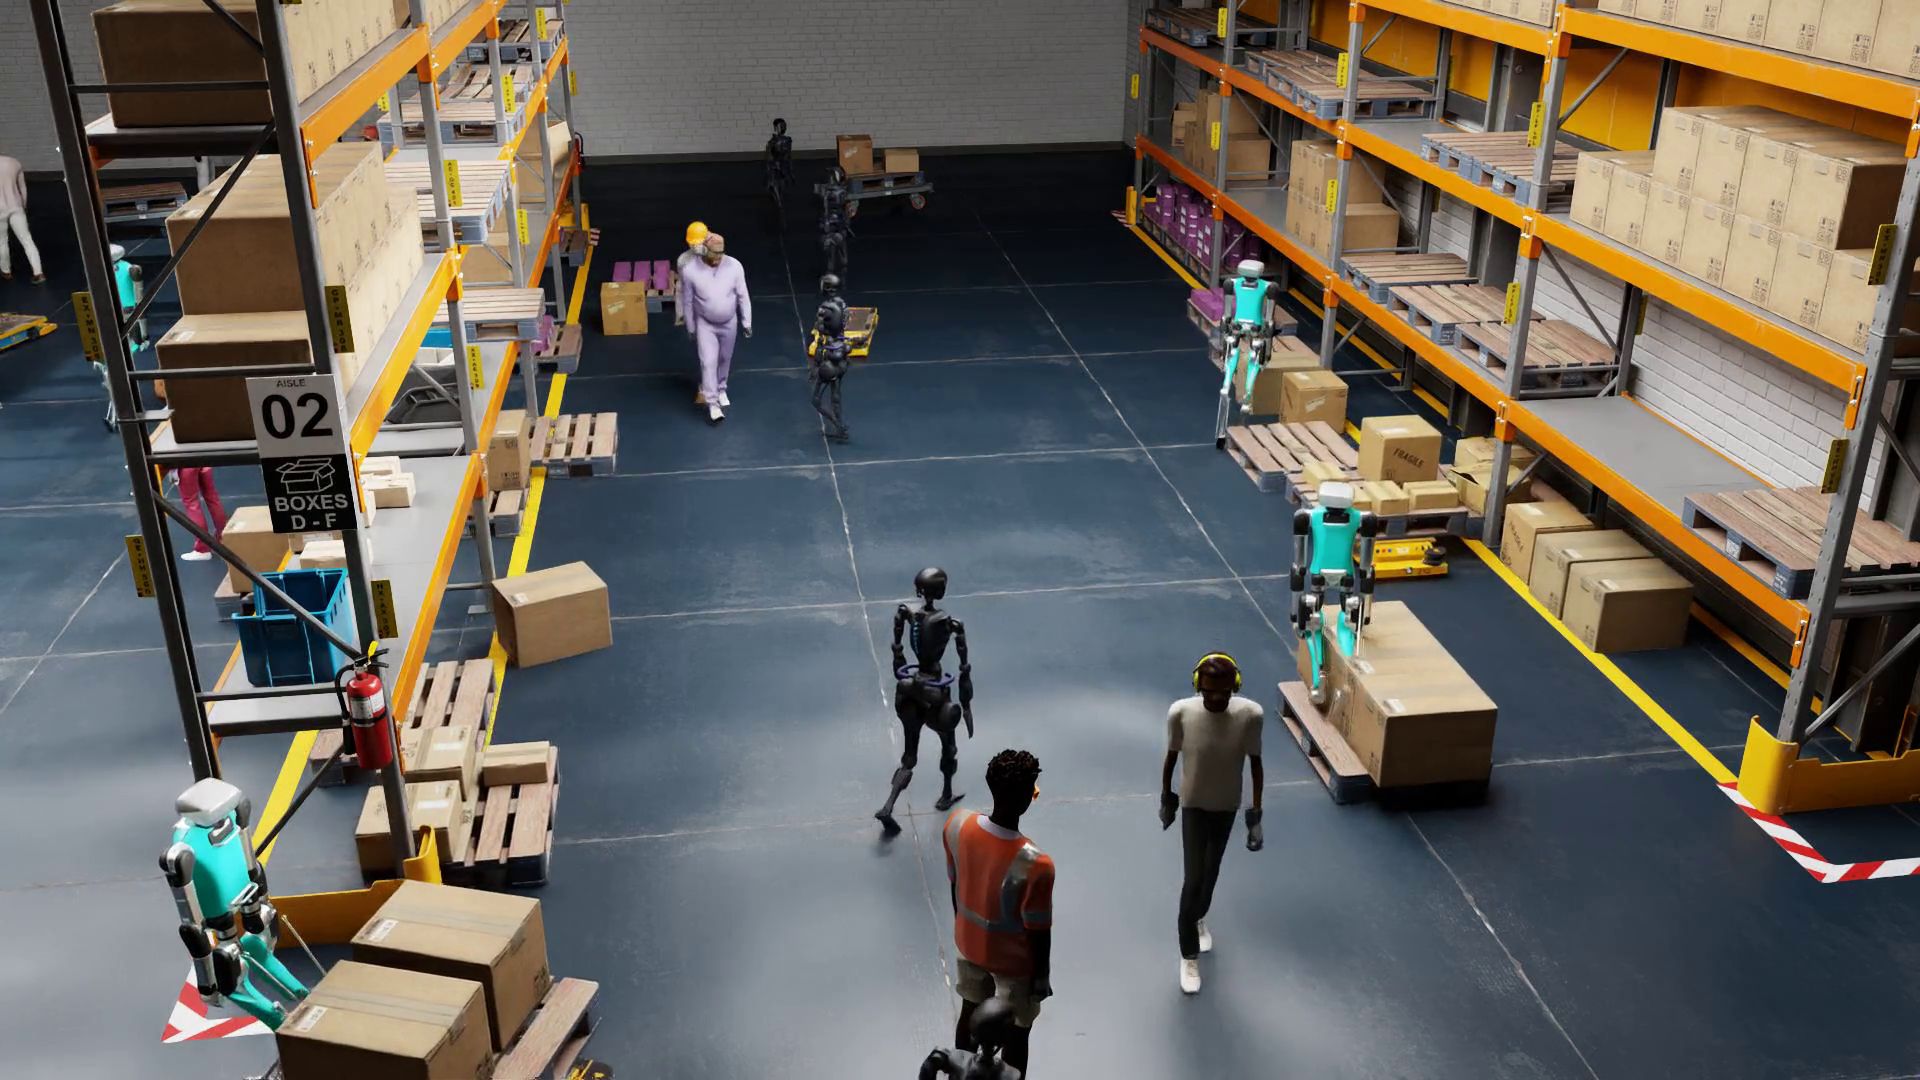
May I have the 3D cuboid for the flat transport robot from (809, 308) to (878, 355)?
[{"bbox_3d":[-1.329,-2.421,19.194,0.659,0.231,1.431,1,24,2],"label":"flat transport robot"}]

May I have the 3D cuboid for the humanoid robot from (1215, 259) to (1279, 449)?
[{"bbox_3d":[2.643,-1.698,15.776,0.530,1.781,1.012,9,25,19],"label":"humanoid robot"}]

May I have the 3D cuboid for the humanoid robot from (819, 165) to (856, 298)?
[{"bbox_3d":[-1.555,-3.846,20.693,0.360,1.646,0.586,11,26,24],"label":"humanoid robot"}]

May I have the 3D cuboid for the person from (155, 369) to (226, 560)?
[{"bbox_3d":[-6.211,-0.621,13.404,0.282,1.628,0.498,6,24,12],"label":"person"}]

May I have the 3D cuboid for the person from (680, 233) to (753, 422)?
[{"bbox_3d":[-2.402,-2.132,16.570,0.632,1.850,0.957,-10,26,-22],"label":"person"}]

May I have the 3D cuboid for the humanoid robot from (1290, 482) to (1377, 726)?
[{"bbox_3d":[2.362,0.530,10.618,0.550,1.729,0.956,4,24,8],"label":"humanoid robot"}]

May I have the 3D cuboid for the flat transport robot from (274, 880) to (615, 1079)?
[{"bbox_3d":[-2.361,2.619,7.711,1.431,0.231,0.659,5,24,12],"label":"flat transport robot"}]

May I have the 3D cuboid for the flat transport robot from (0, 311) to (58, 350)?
[{"bbox_3d":[-11.047,-2.297,18.911,0.659,0.231,1.431,4,24,10],"label":"flat transport robot"}]

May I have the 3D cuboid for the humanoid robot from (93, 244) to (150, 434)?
[{"bbox_3d":[-8.350,-1.936,16.293,0.557,1.787,0.920,3,24,7],"label":"humanoid robot"}]

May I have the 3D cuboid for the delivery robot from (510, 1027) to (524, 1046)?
[{"bbox_3d":[-2.454,2.351,7.958,0.790,0.589,0.499,-19,30,-37],"label":"delivery robot"}]

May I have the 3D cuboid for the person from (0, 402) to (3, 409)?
[{"bbox_3d":[-10.062,-2.241,16.693,0.487,1.952,0.417,-15,28,-31],"label":"person"}]

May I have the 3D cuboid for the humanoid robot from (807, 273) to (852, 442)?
[{"bbox_3d":[-1.214,-1.737,15.871,0.370,1.647,0.591,9,25,19],"label":"humanoid robot"}]

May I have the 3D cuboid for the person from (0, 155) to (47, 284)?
[{"bbox_3d":[-12.207,-4.224,21.300,1.027,1.893,0.632,21,31,39],"label":"person"}]

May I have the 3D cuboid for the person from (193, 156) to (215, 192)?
[{"bbox_3d":[-11.528,-5.953,25.303,0.430,1.830,0.633,-2,24,-4],"label":"person"}]

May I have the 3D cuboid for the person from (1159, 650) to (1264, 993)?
[{"bbox_3d":[1.296,1.424,8.496,0.490,1.836,0.802,-1,24,-3],"label":"person"}]

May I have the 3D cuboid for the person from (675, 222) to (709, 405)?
[{"bbox_3d":[-2.620,-2.405,17.196,0.600,1.855,0.845,6,24,14],"label":"person"}]

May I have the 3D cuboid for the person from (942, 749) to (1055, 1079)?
[{"bbox_3d":[0.192,1.809,7.464,0.597,1.959,0.371,20,31,38],"label":"person"}]

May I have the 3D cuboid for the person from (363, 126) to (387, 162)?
[{"bbox_3d":[-8.010,-4.786,22.778,0.561,1.717,0.547,10,26,21],"label":"person"}]

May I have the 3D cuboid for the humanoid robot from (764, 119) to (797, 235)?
[{"bbox_3d":[-2.553,-5.202,23.805,0.651,1.638,0.595,16,28,32],"label":"humanoid robot"}]

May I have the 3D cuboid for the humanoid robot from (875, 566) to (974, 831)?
[{"bbox_3d":[-0.221,0.947,9.819,0.589,1.640,0.682,15,28,31],"label":"humanoid robot"}]

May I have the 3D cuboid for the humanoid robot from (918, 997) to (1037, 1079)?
[{"bbox_3d":[0.024,2.485,6.353,0.613,1.635,0.789,9,25,20],"label":"humanoid robot"}]

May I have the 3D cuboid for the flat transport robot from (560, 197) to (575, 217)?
[{"bbox_3d":[-6.526,-5.002,25.073,1.431,0.231,0.659,0,24,1],"label":"flat transport robot"}]

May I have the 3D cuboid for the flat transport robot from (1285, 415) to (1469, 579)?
[{"bbox_3d":[3.460,-0.063,13.822,0.659,0.231,1.431,-3,24,-8],"label":"flat transport robot"}]

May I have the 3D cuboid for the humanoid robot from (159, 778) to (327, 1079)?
[{"bbox_3d":[-3.033,1.933,7.534,0.835,1.851,0.540,4,24,10],"label":"humanoid robot"}]
